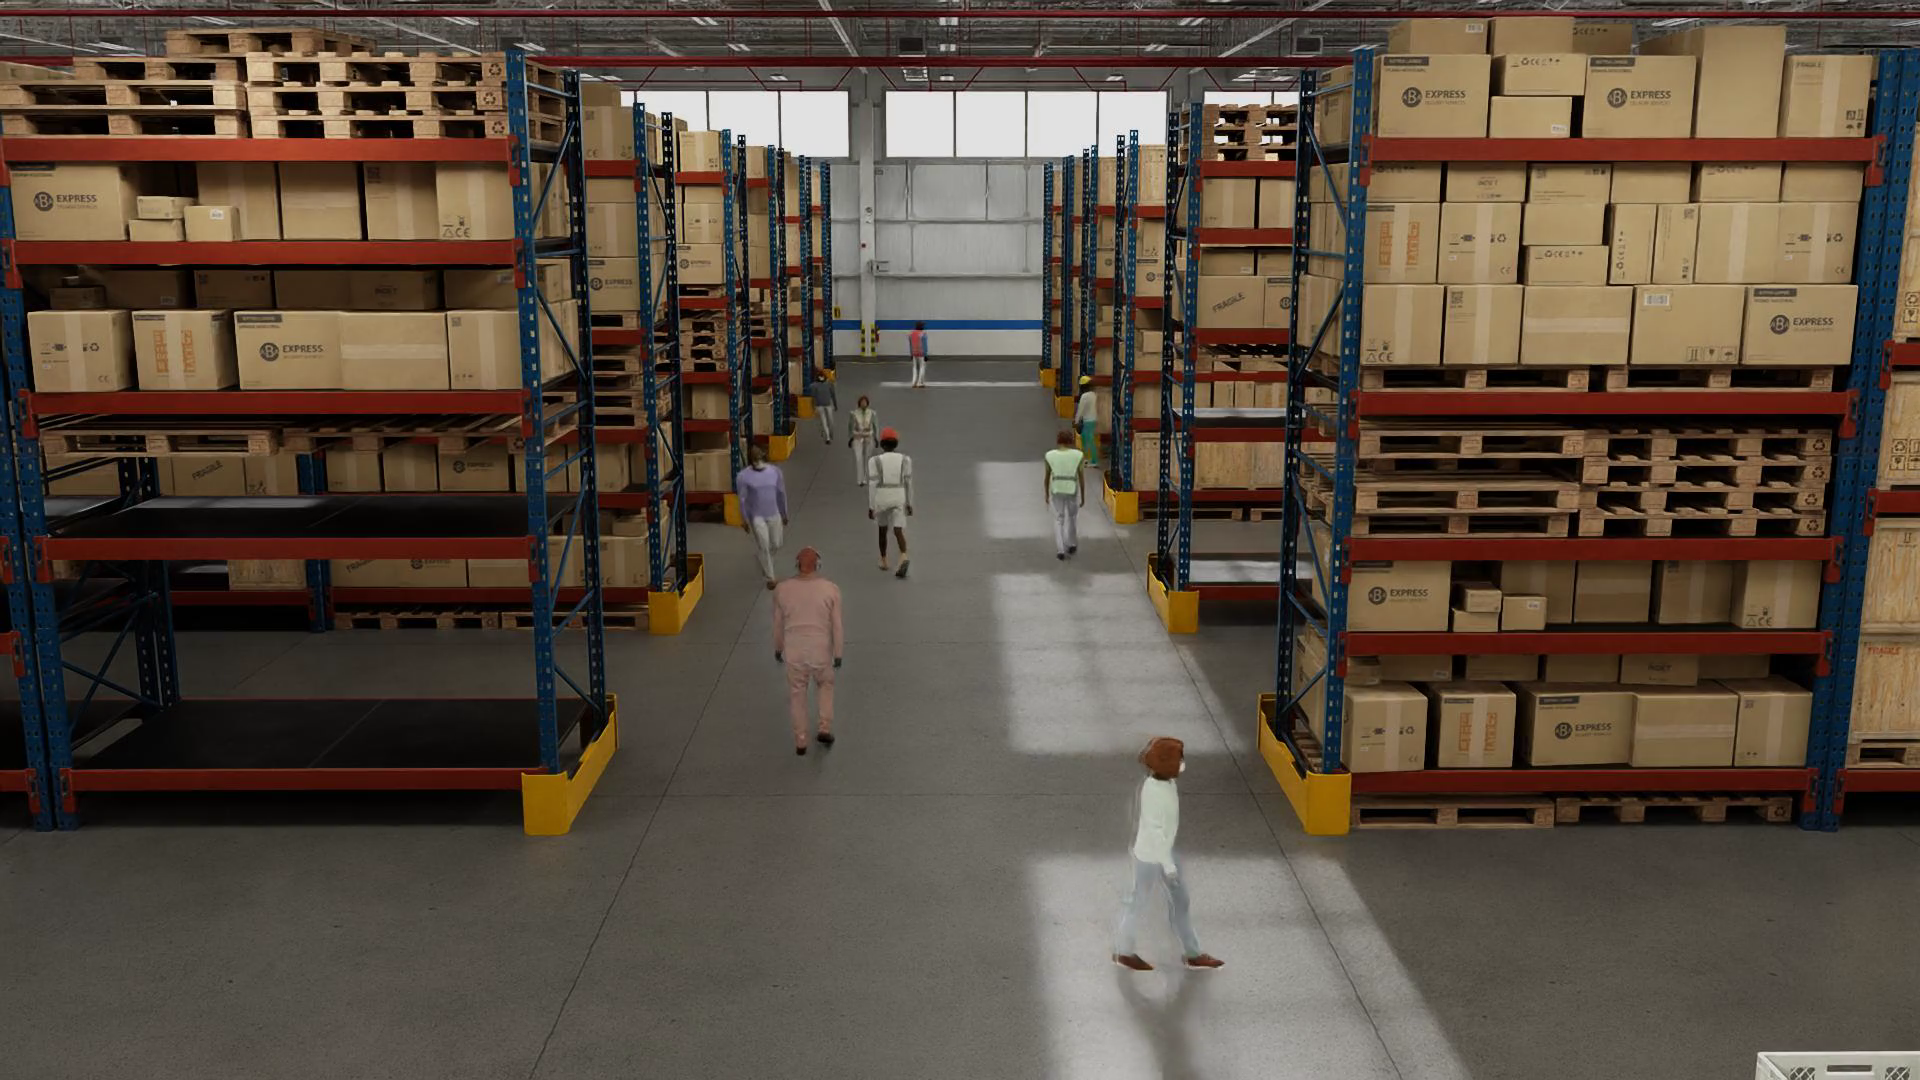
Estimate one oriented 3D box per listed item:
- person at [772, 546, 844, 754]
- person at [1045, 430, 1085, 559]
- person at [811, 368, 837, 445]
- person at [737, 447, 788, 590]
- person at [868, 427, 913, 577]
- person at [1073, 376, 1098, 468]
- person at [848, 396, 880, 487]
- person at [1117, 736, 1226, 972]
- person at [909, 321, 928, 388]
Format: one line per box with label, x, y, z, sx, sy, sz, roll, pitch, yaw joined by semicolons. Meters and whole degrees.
person;-1.387;0.992;15.265;0.666;1.883;0.643;0;11;0
person;1.499;-0.674;23.704;0.587;1.798;0.926;2;12;8
person;-2.839;-2.791;34.712;0.533;1.610;0.449;-2;12;-10
person;-2.579;-0.301;21.639;0.684;1.897;0.612;-5;12;-23
person;-0.912;-0.505;22.431;0.629;2.007;0.956;-3;12;-14
person;2.379;-2.255;31.706;0.673;1.730;0.550;6;13;29
person;-1.688;-1.731;29.438;0.545;1.595;0.823;-2;12;-11
person;1.368;2.054;10.712;0.769;1.603;0.501;6;13;27
person;-1.102;-5.035;45.284;0.455;1.828;0.635;-11;16;-43
